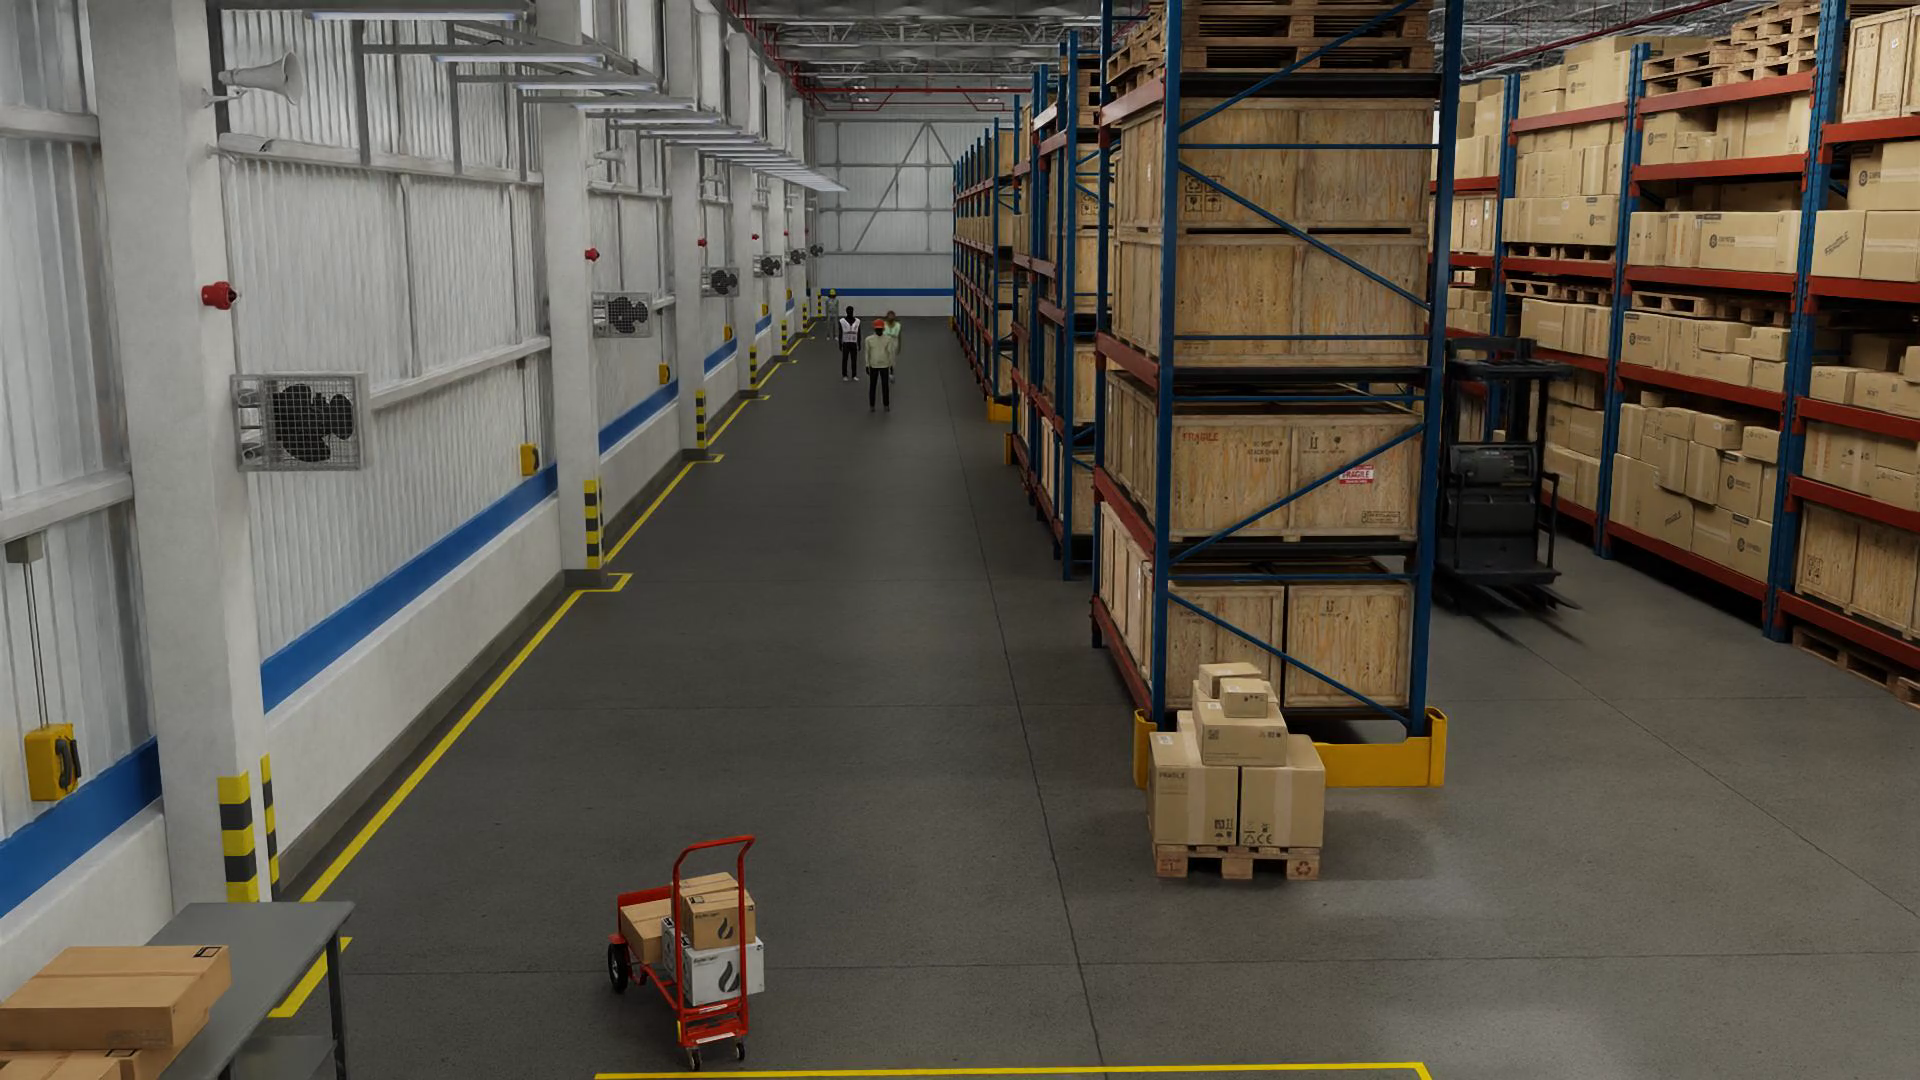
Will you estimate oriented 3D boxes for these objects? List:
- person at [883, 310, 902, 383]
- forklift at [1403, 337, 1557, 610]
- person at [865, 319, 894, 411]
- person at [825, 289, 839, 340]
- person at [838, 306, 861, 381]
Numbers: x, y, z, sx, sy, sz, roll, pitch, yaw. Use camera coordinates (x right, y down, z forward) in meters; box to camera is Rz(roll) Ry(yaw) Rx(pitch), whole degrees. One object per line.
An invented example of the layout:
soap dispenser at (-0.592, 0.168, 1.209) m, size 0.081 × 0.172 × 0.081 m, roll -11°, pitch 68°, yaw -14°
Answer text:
person at (-1.756, -4.893, 42.024) m, size 0.584 × 1.834 × 0.502 m, roll -1°, pitch 11°, yaw -7°
forklift at (5.637, -0.798, 18.001) m, size 1.129 × 2.768 × 1.873 m, roll 0°, pitch 11°, yaw -2°
person at (-1.729, -3.742, 35.662) m, size 0.621 × 1.986 × 0.409 m, roll -2°, pitch 11°, yaw -8°
person at (-4.371, -7.708, 56.919) m, size 0.486 × 1.743 × 0.299 m, roll -4°, pitch 12°, yaw -20°
person at (-2.817, -5.021, 42.499) m, size 0.589 × 1.913 × 0.398 m, roll -4°, pitch 12°, yaw -20°
